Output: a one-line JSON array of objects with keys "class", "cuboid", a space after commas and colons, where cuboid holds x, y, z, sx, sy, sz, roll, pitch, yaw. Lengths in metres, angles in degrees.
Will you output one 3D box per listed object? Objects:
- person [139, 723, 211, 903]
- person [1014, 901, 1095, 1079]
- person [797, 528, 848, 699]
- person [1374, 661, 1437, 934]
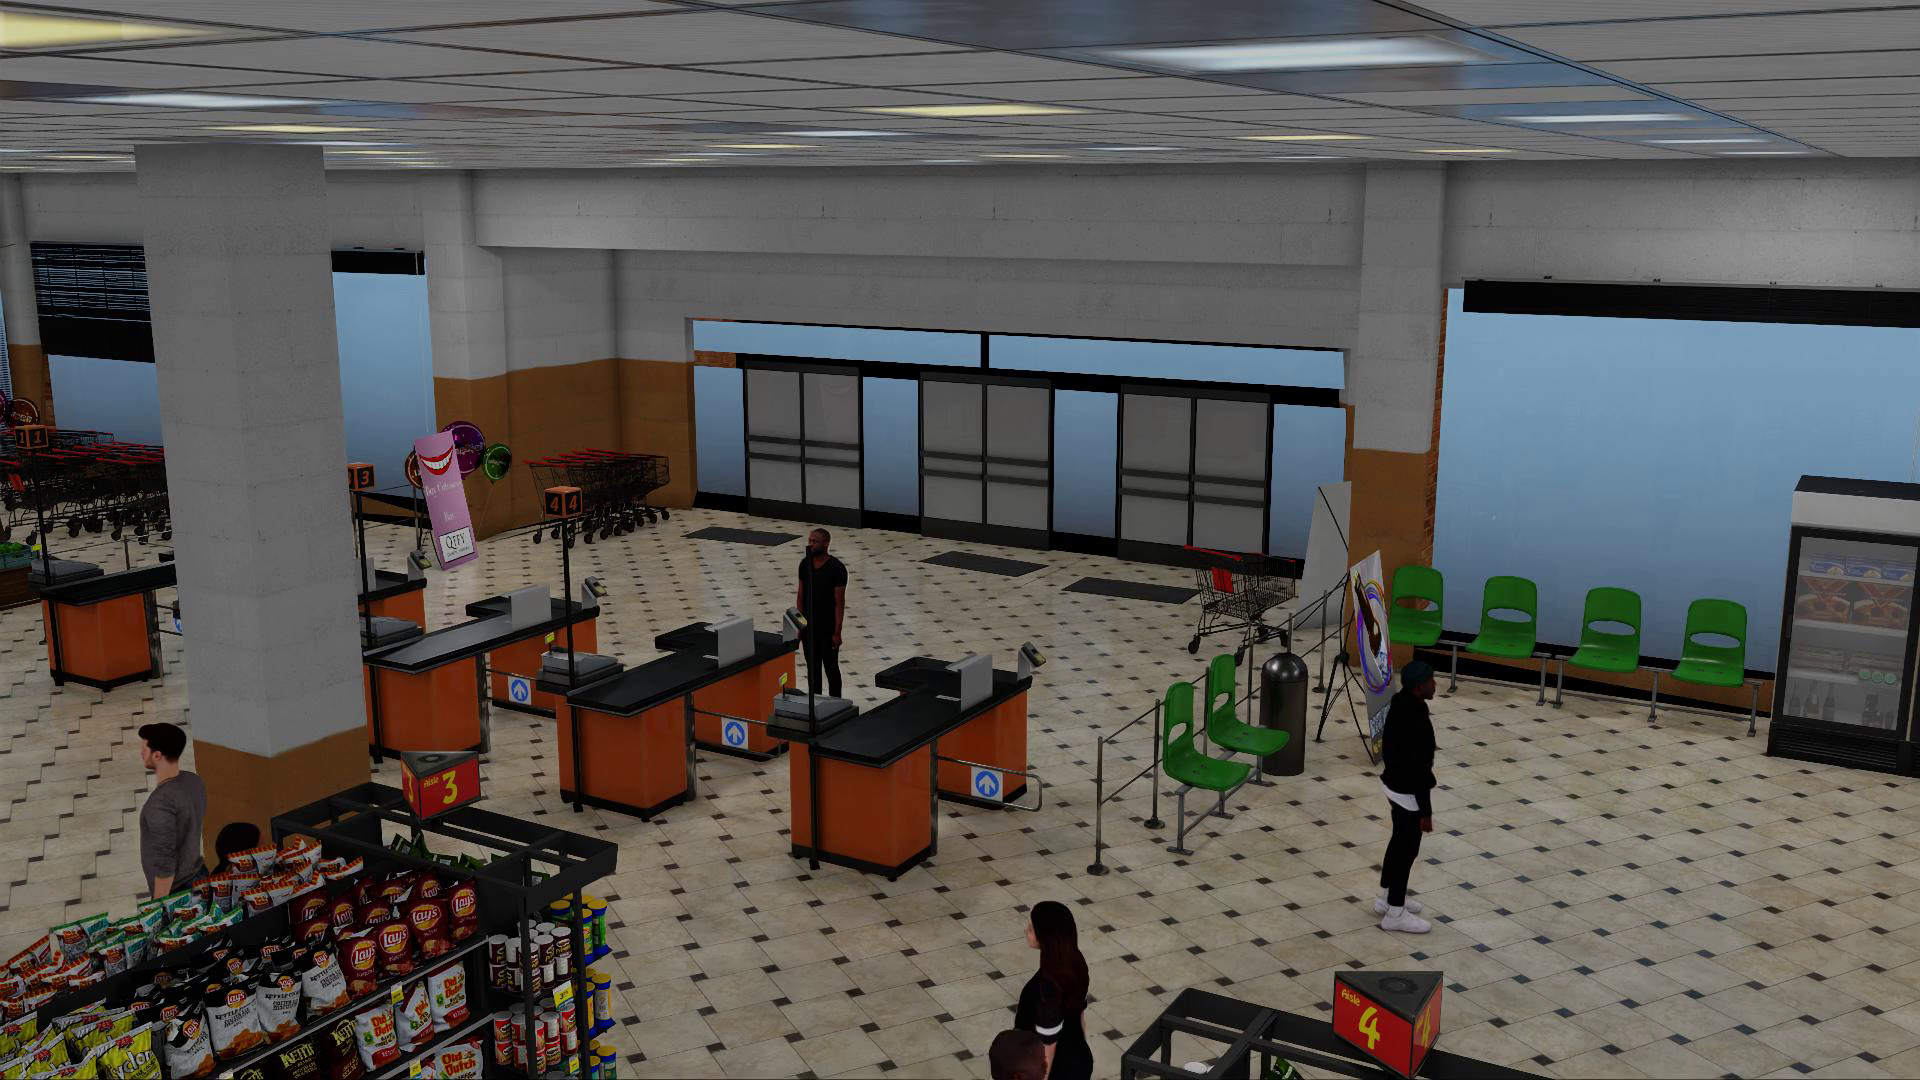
[{"class": "person", "cuboid": [-4.311, 1.924, 9.195, 0.833, 1.903, 0.735, -1, 12, -6]}, {"class": "person", "cuboid": [0.537, 2.431, 7.515, 0.835, 1.602, 1.108, 3, 12, 16]}, {"class": "person", "cuboid": [-1.230, 0.782, 14.818, 0.662, 1.820, 0.552, 7, 14, 31]}, {"class": "person", "cuboid": [2.872, 1.639, 10.761, 0.839, 1.815, 0.728, 0, 12, -1]}]
